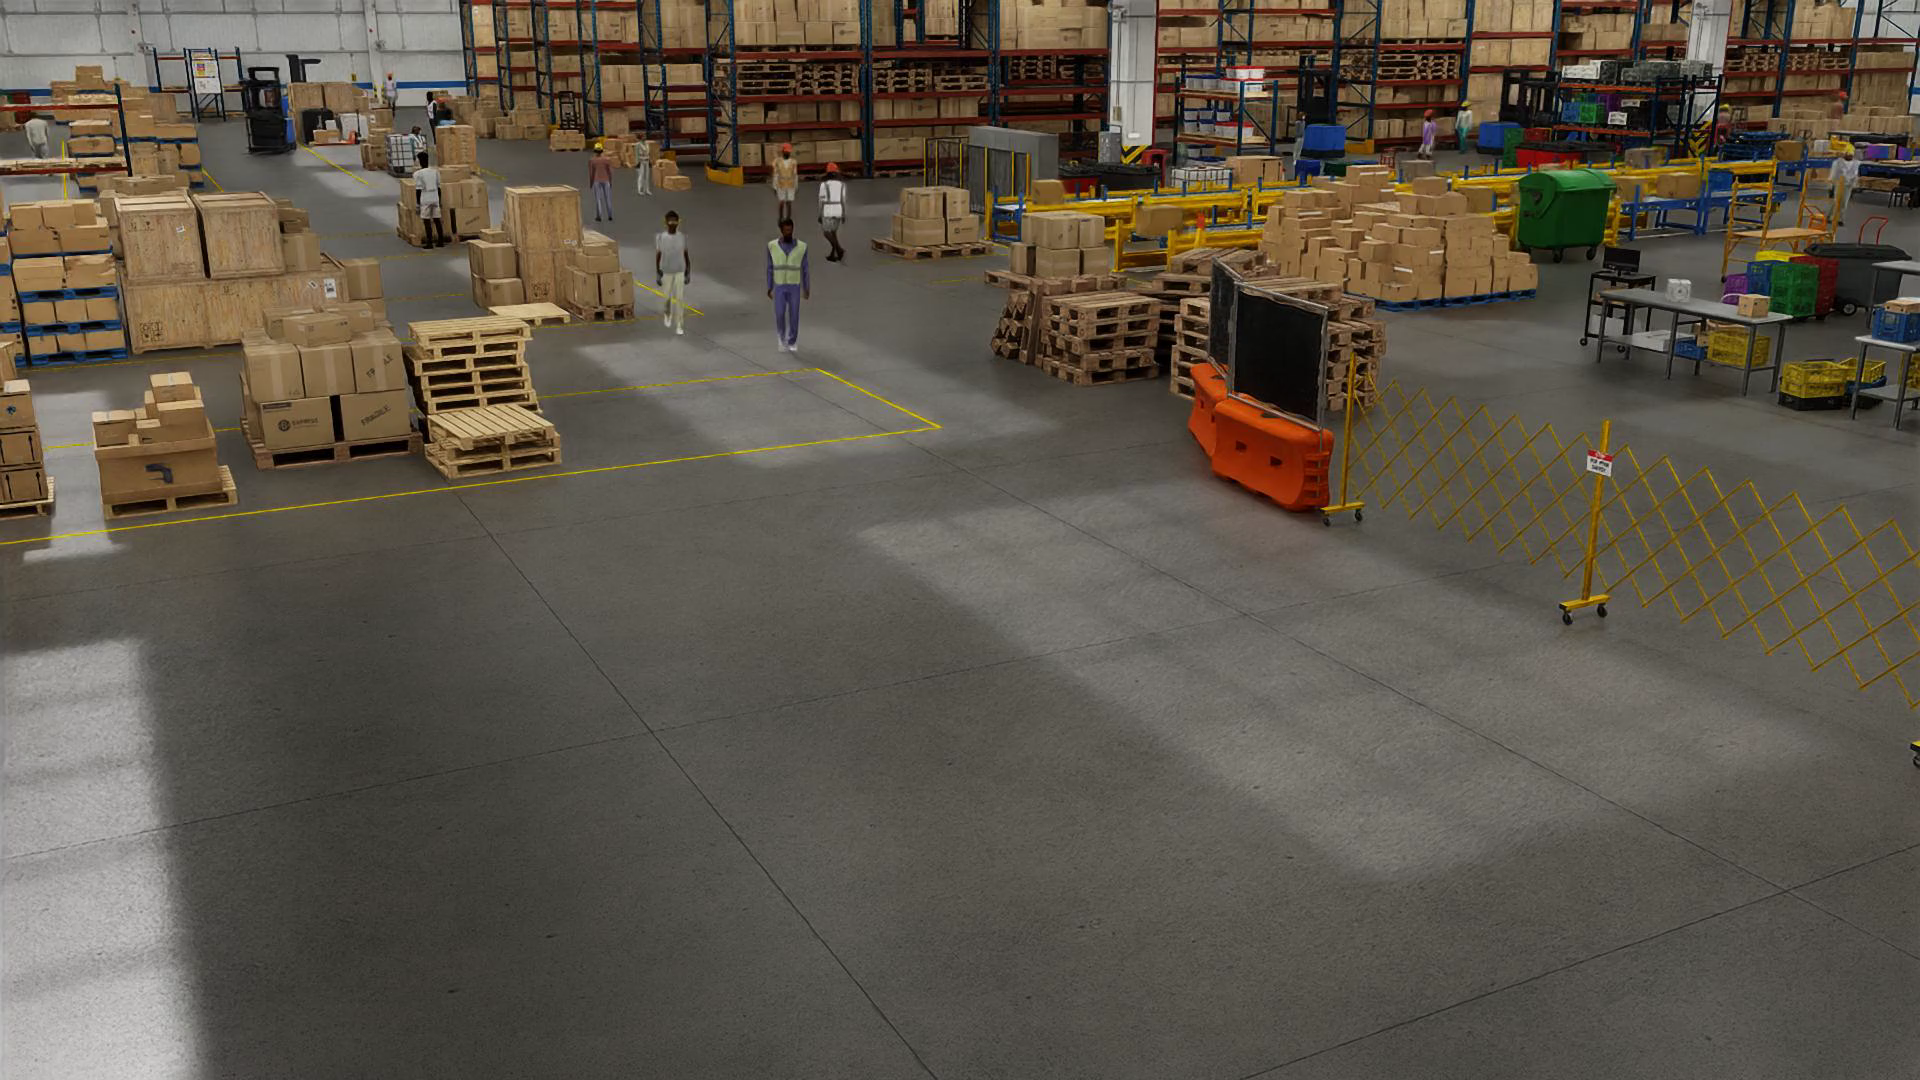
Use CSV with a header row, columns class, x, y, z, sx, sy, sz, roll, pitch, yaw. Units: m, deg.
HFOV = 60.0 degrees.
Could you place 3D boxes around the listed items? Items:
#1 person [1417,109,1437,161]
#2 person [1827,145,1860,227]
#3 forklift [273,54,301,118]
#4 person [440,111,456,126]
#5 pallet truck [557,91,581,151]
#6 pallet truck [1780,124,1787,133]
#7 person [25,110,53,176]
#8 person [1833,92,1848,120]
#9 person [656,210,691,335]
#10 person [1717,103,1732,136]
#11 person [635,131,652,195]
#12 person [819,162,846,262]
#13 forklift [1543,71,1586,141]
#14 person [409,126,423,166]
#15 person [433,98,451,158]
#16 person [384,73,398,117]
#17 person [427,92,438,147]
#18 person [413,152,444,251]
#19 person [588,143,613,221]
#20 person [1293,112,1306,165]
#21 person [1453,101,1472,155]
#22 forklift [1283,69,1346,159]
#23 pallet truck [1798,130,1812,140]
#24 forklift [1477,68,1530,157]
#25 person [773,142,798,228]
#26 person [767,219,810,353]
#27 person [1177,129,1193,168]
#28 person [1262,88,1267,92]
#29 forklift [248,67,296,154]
class,x,y,z,sx,sy,sz,roll,pitch,yaw
person,13.470,-11.496,48.216,0.649,1.919,0.570,-7,19,-22
person,19.849,-7.952,37.344,0.609,1.818,0.419,0,18,0
forklift,-28.179,-19.172,70.605,1.873,2.768,1.129,-9,20,-26
person,-16.065,-12.656,52.272,0.545,1.649,0.888,-13,22,-35
pallet truck,-13.495,-14.412,57.188,0.823,1.965,1.885,-3,18,-9
pallet truck,25.206,-12.542,52.601,1.601,1.201,0.680,0,18,-2
person,-26.842,-11.568,48.509,0.637,1.894,1.033,-15,23,-39
person,30.548,-14.560,57.752,1.042,1.940,0.614,10,20,27
person,-4.322,-4.035,25.059,0.538,1.860,0.506,-5,19,-17
person,24.893,-13.344,54.264,0.525,1.754,0.379,15,23,39
person,-8.318,-9.885,43.655,0.310,1.636,0.523,9,20,26
person,-2.414,-6.278,31.954,0.543,1.923,0.690,-12,21,-32
forklift,18.685,-13.231,52.085,1.873,2.768,1.129,-9,20,-26
person,-14.921,-10.552,45.733,0.310,1.640,0.514,3,18,11
person,-16.710,-13.316,53.859,1.039,1.939,0.611,12,21,33
person,-25.551,-20.003,74.740,0.564,1.917,0.410,-3,18,-9
person,-18.548,-14.822,58.610,0.393,1.912,0.588,-13,22,-34
person,-10.772,-6.864,33.707,0.367,1.963,0.609,14,22,36
person,-8.289,-8.258,38.375,0.523,1.769,0.323,-7,19,-21
person,10.628,-12.557,51.991,0.266,1.631,0.507,16,24,40
person,16.789,-13.762,55.574,0.655,1.747,0.538,-13,22,-35
forklift,11.615,-13.871,54.079,1.129,2.768,1.873,-9,20,-27
pallet truck,25.526,-11.556,49.408,1.630,1.274,0.653,-9,20,-26
forklift,18.231,-14.152,54.956,1.873,2.768,1.129,-9,20,-26
person,-3.824,-7.792,36.651,0.555,1.925,0.398,-6,19,-18
person,-2.433,-3.607,23.648,0.617,1.903,0.610,-2,18,-6
person,6.260,-10.773,46.486,0.844,1.597,0.517,-13,22,-34
person,12.029,-16.950,65.607,0.611,1.678,0.514,8,20,24
forklift,-23.317,-14.510,56.071,1.129,2.768,1.873,-2,18,-5
